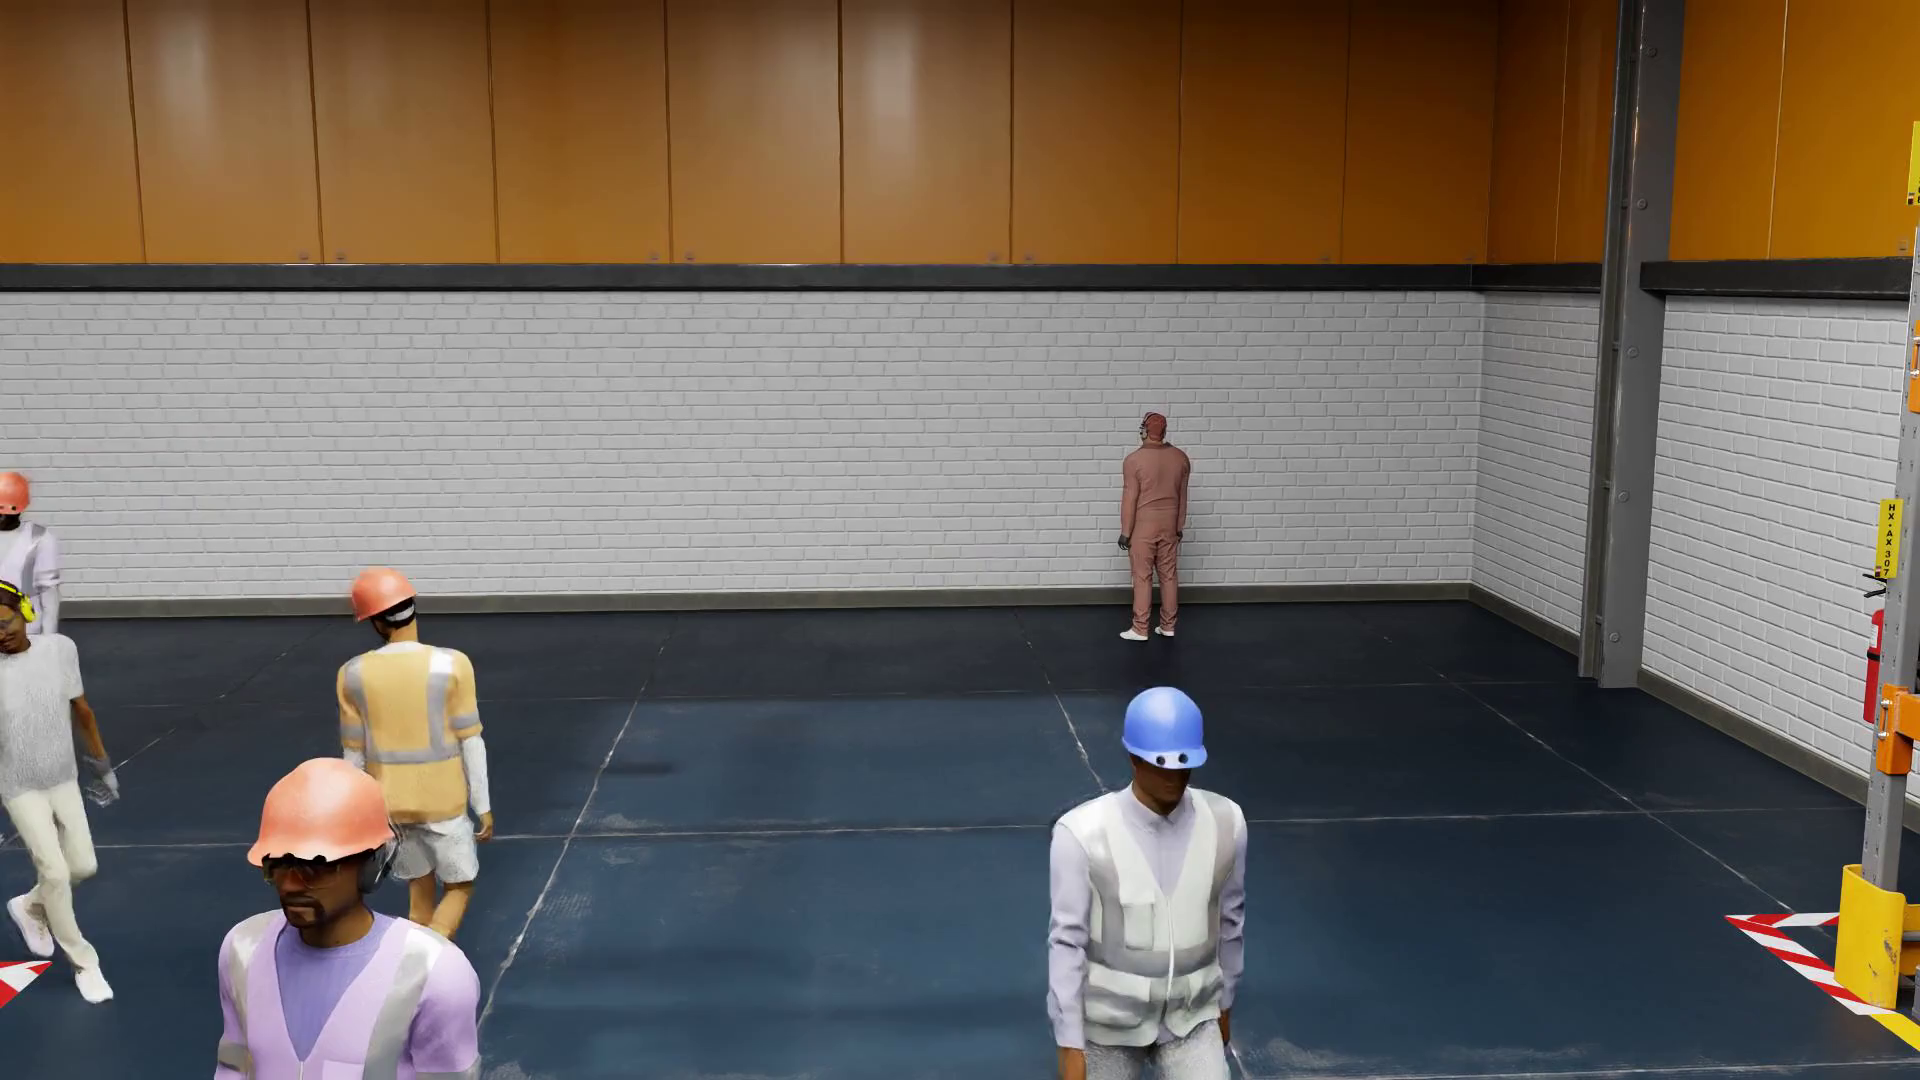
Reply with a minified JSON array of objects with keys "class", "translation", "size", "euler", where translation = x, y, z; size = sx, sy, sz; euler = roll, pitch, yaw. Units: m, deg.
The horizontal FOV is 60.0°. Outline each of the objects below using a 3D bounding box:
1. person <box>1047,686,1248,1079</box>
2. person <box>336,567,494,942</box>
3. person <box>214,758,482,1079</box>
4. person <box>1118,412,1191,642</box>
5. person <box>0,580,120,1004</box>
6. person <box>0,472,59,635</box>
[{"class":"person","translation":[0.555,1.356,4.606],"size":[0.624,1.906,0.922],"euler":[-2,9,-13]},{"class":"person","translation":[-2.168,1.054,6.559],"size":[0.574,1.894,0.664],"euler":[0,9,3]},{"class":"person","translation":[-1.310,1.458,3.543],"size":[0.608,2.048,0.365],"euler":[2,9,12]},{"class":"person","translation":[1.585,-0.106,13.807],"size":[0.641,1.908,0.407],"euler":[-5,10,-29]},{"class":"person","translation":[-3.876,1.022,6.972],"size":[0.663,1.822,0.614],"euler":[6,11,31]},{"class":"person","translation":[-5.659,0.531,9.836],"size":[0.635,1.892,0.463],"euler":[-2,9,-14]}]
